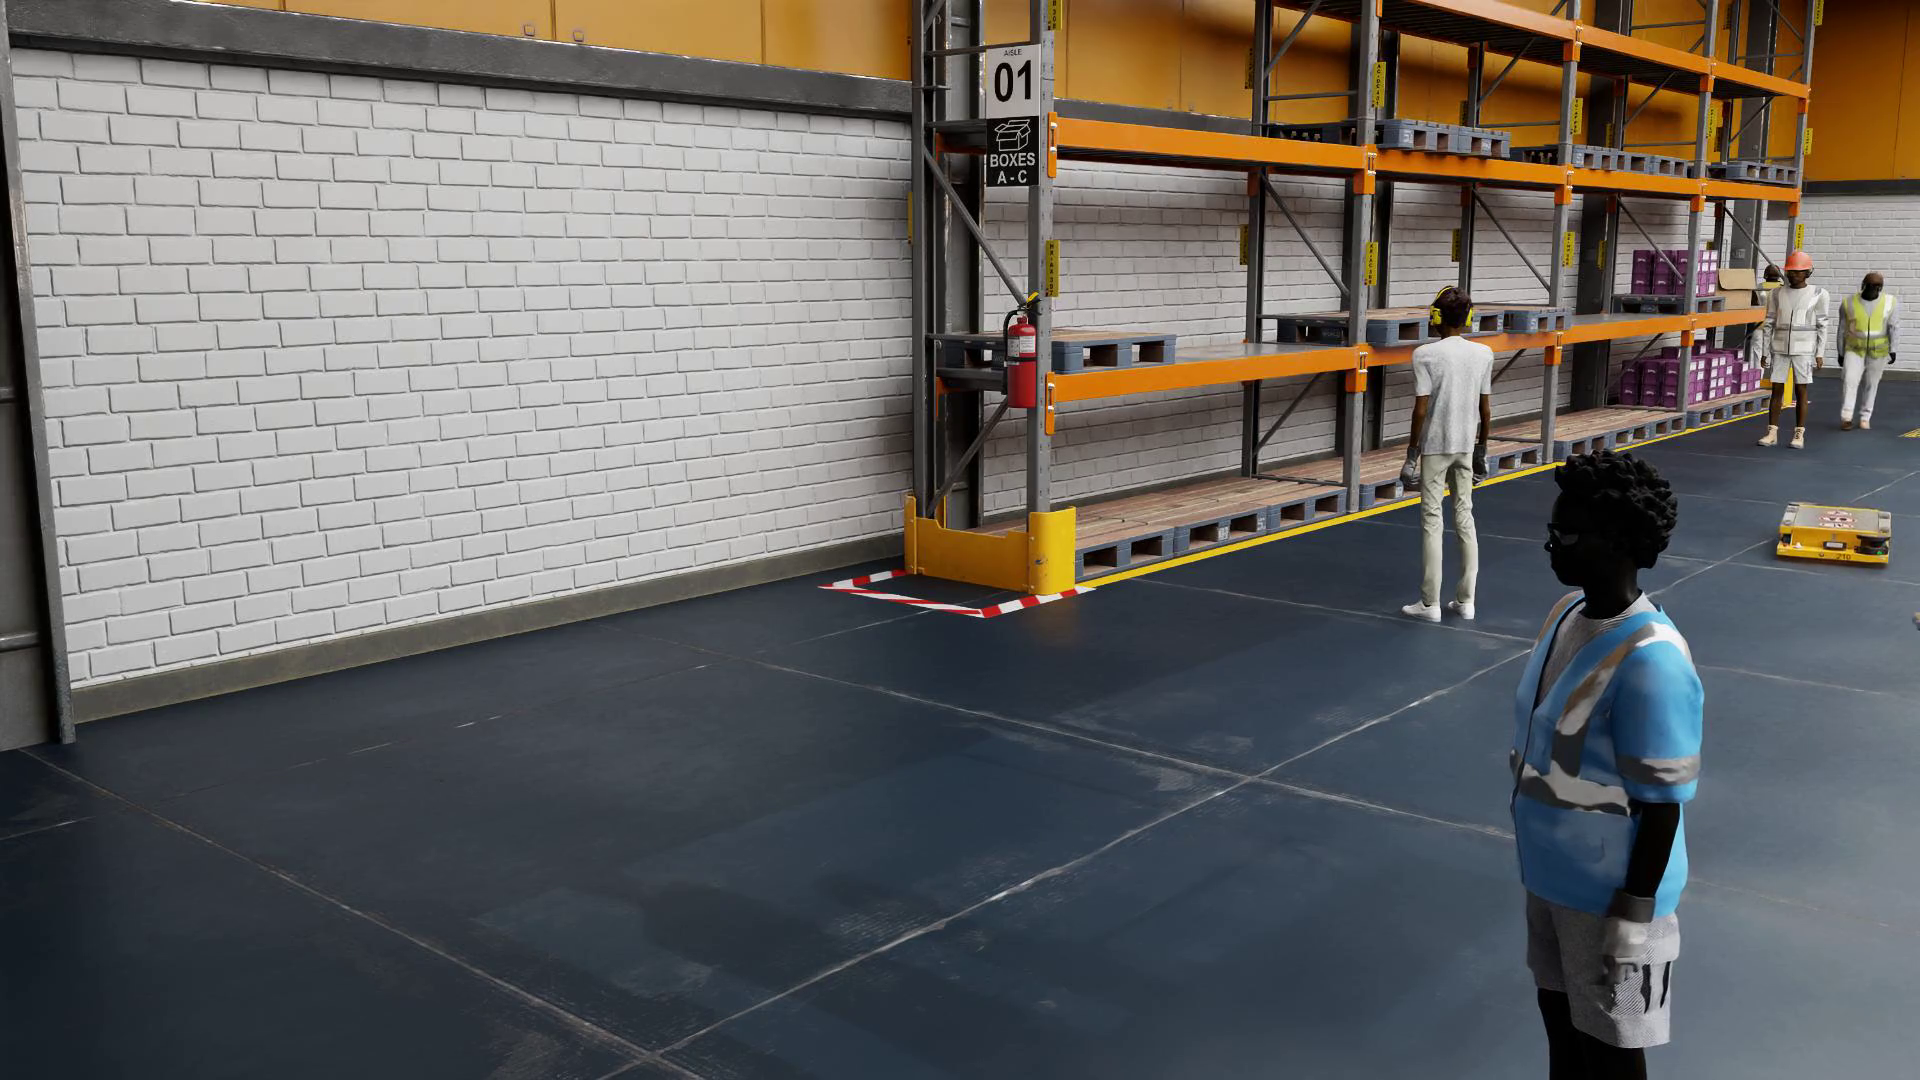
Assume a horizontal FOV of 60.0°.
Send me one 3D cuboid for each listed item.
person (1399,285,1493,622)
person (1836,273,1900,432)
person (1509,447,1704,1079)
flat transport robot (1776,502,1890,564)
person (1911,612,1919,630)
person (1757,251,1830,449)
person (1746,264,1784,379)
[{"bbox_3d":[2.709,-0.476,9.279,0.534,1.868,0.309,-3,10,-15],"label":"person"},{"bbox_3d":[10.293,-2.122,18.880,0.617,1.783,0.943,5,11,24],"label":"person"},{"bbox_3d":[1.236,0.665,3.274,0.316,1.696,0.540,0,10,-1],"label":"person"},{"bbox_3d":[6.038,-0.062,11.469,0.652,0.197,1.431,5,11,28],"label":"flat transport robot"},{"bbox_3d":[5.266,-0.238,8.237,0.567,1.771,0.991,-4,11,-23],"label":"person"},{"bbox_3d":[8.644,-1.967,17.279,0.614,2.039,0.394,9,13,41],"label":"person"},{"bbox_3d":[11.662,-3.049,24.010,0.623,1.844,0.430,1,10,5],"label":"person"}]
